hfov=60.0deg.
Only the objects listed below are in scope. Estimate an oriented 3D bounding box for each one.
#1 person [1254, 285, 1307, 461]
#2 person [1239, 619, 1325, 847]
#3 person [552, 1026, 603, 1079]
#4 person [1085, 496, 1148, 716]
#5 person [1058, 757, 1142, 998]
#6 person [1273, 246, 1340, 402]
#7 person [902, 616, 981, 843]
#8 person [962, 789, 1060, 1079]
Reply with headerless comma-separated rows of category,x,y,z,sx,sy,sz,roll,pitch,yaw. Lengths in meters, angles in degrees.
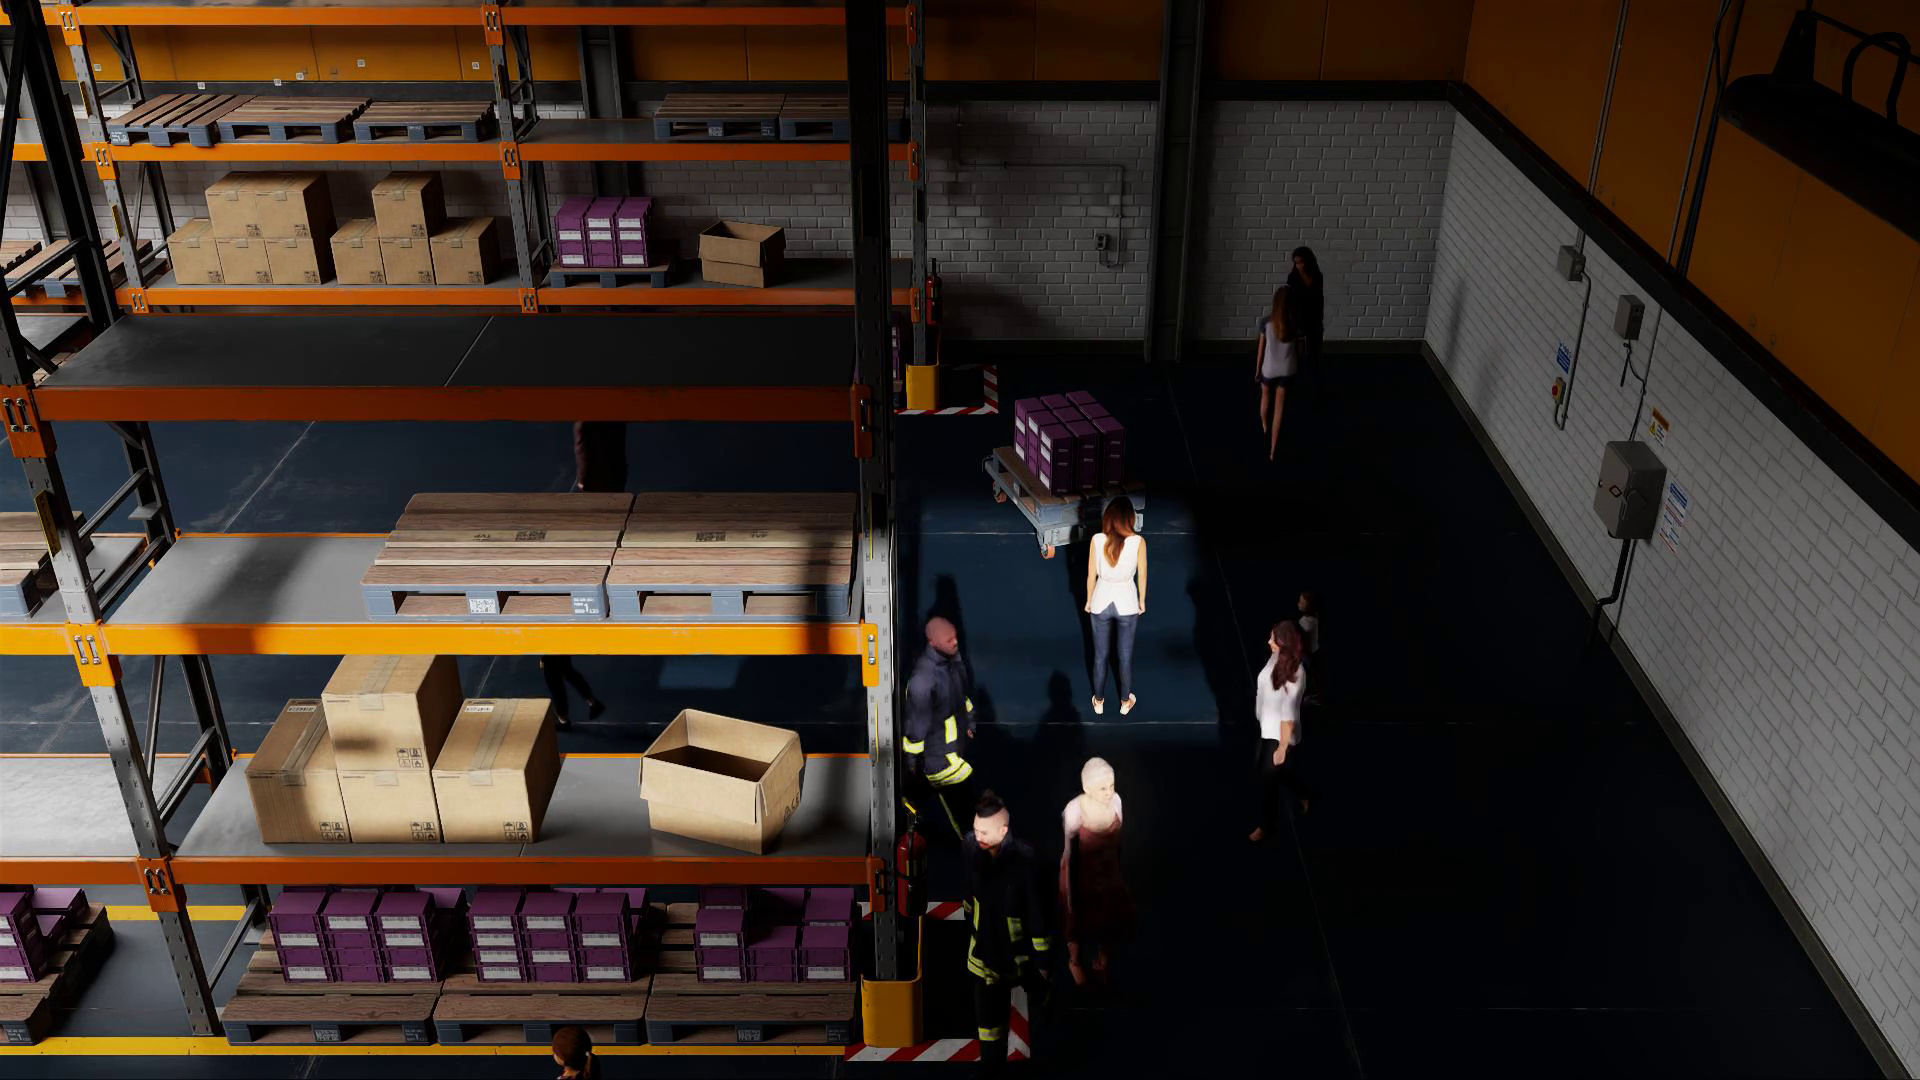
person,3.095,-1.584,16.160,1.037,1.681,0.855,7,29,13
person,2.171,1.275,10.819,0.843,1.776,0.671,-2,29,-4
person,-1.869,2.931,8.275,0.566,1.305,0.576,6,29,11
person,1.138,0.492,12.246,0.508,1.784,0.686,4,29,7
person,0.710,1.932,9.716,0.736,1.680,0.809,-17,33,-28
person,3.614,-2.231,17.307,0.617,1.719,0.940,-11,31,-20
person,-0.236,1.257,10.844,1.236,1.784,1.006,10,30,17
person,0.319,2.118,9.227,1.198,1.820,1.167,12,31,21
